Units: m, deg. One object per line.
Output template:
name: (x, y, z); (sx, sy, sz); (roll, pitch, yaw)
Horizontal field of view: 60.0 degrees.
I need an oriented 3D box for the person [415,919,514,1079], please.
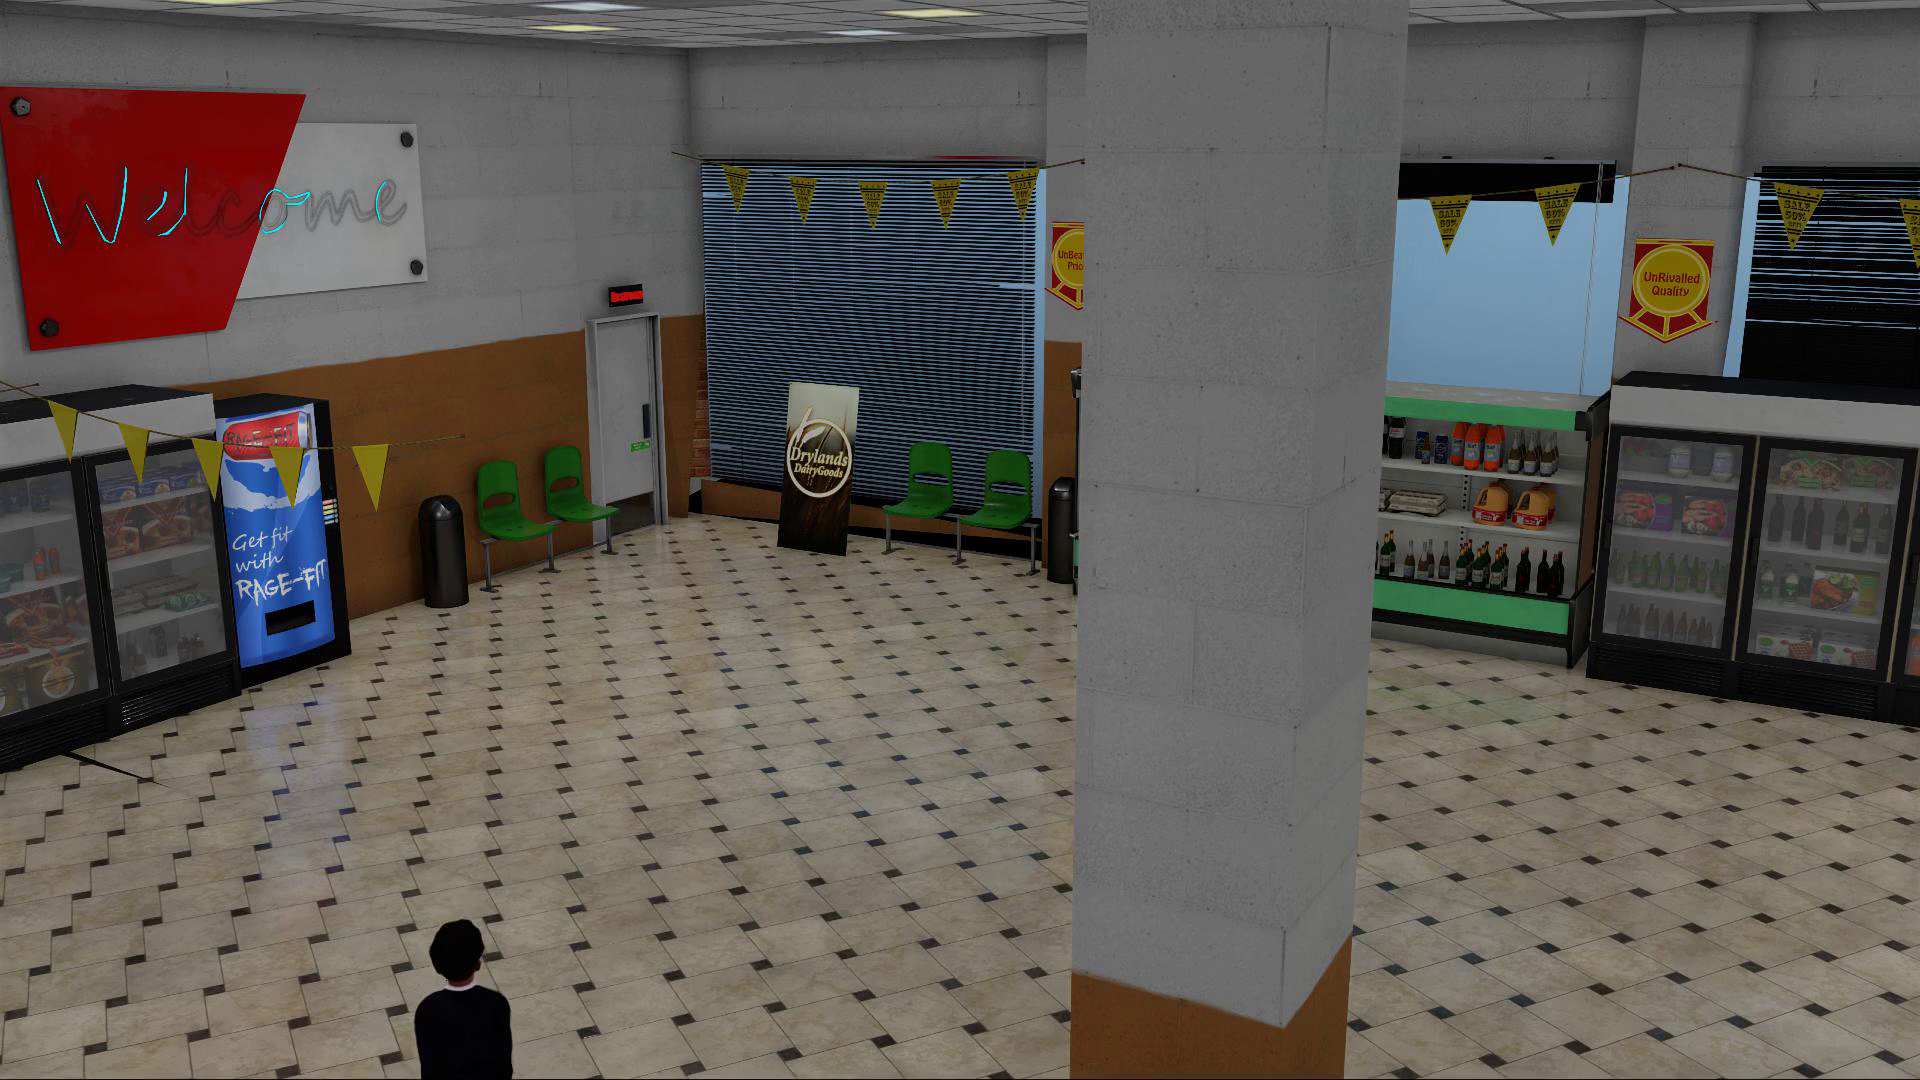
person: (-1.881, 2.055, 6.346); (0.724, 1.217, 0.799); (-5, 14, -19)
